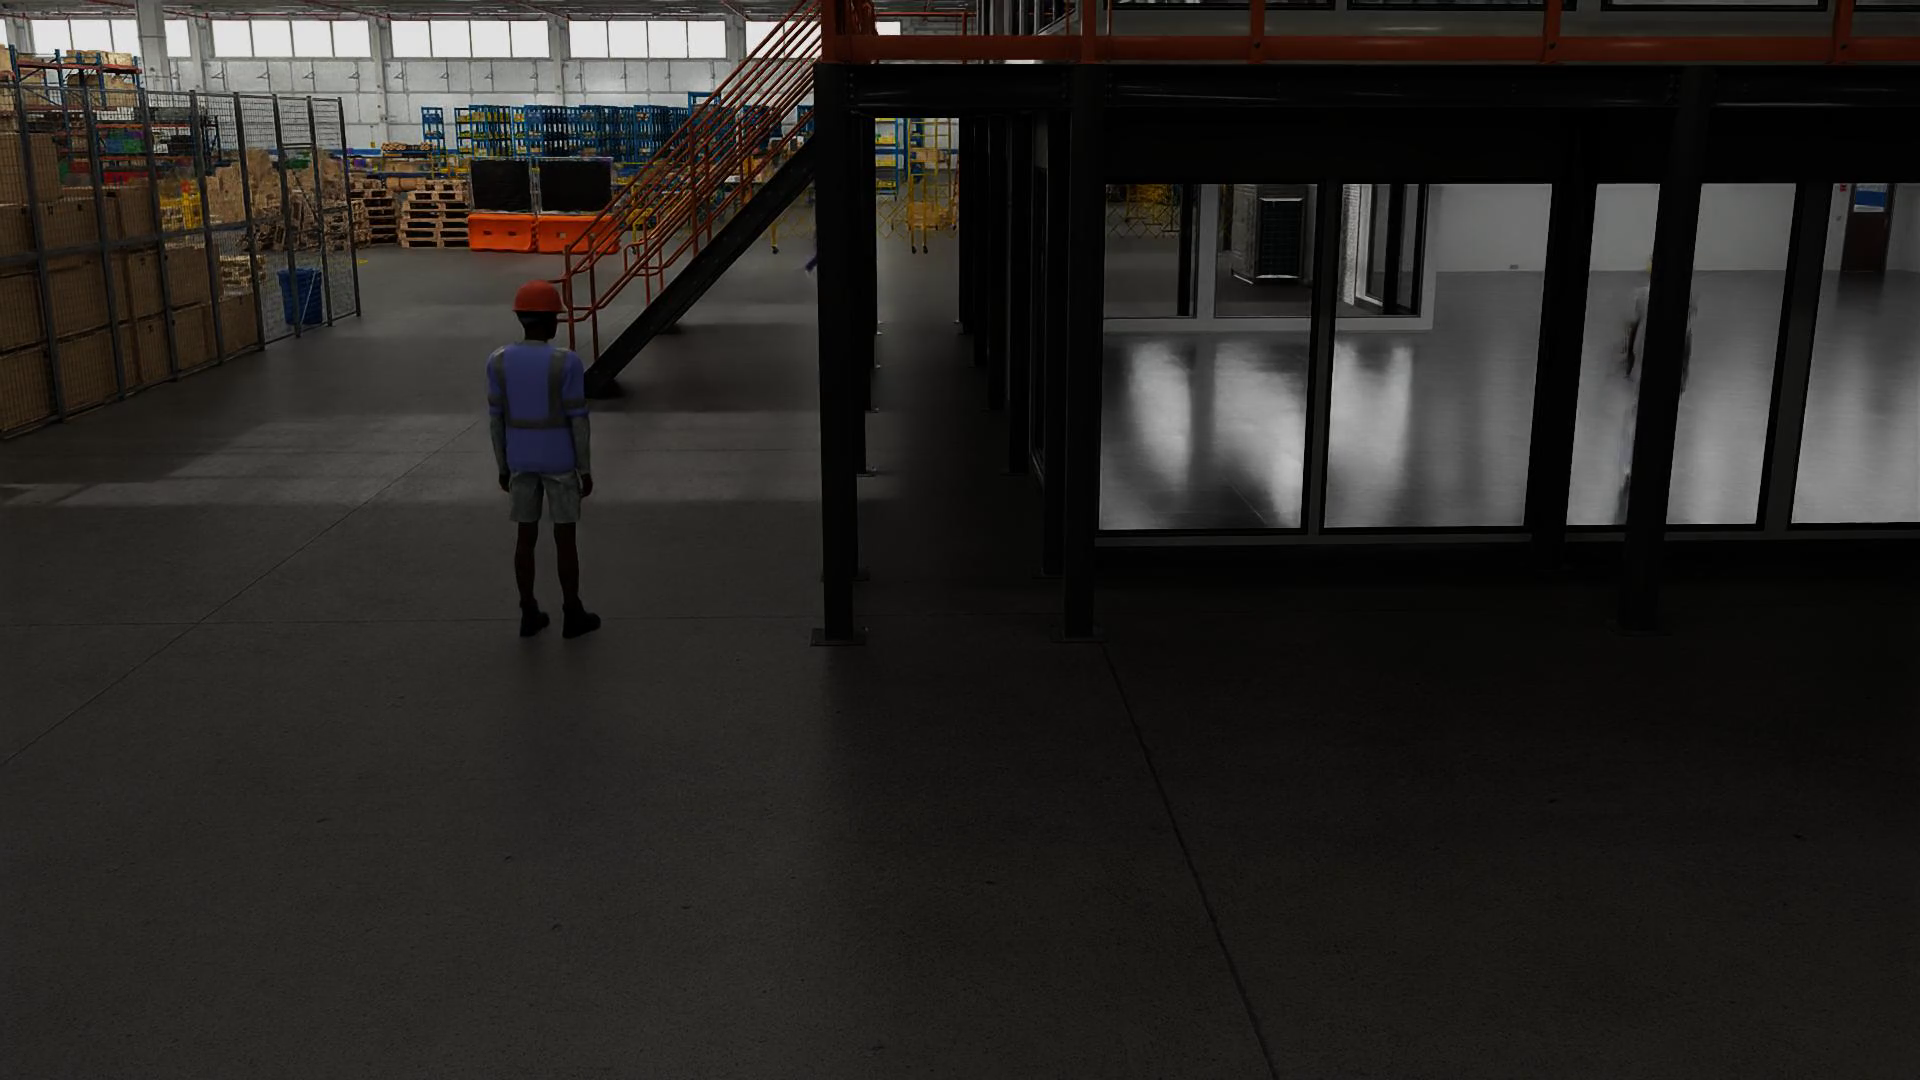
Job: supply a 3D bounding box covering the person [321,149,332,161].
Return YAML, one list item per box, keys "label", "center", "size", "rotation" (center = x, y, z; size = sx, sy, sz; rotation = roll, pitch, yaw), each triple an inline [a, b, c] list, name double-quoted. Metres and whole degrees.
- label: "person"
  center: [-22.993, -13.220, 60.290]
  size: [0.591, 1.837, 0.403]
  rotation: [-3, 14, -11]

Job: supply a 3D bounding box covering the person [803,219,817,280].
- label: "person"
  center: [-2.381, -5.395, 28.875]
  size: [0.682, 1.903, 0.595]
  rotation: [3, 14, 10]

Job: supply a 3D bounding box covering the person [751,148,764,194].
- label: "person"
  center: [-6.310, -11.250, 52.032]
  size: [0.520, 2.025, 0.602]
  rotation: [3, 14, 12]

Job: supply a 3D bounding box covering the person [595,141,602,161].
- label: "person"
  center: [-18.039, -19.081, 83.392]
  size: [0.391, 1.995, 0.613]
  rotation: [10, 17, 36]

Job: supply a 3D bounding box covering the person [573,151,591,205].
- label: "person"
  center: [-12.024, -11.321, 52.583]
  size: [0.653, 1.884, 0.668]
  rotation: [5, 15, 19]

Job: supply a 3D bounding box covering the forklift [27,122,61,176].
- label: "forklift"
  center: [-35.376, -14.773, 64.377]
  size: [1.129, 2.768, 1.873]
  rotation: [-1, 14, -2]

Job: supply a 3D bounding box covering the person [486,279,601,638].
- label: "person"
  center: [-2.239, -0.429, 8.966]
  size: [0.548, 1.934, 0.374]
  rotation: [3, 14, 10]

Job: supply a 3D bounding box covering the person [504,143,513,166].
- label: "person"
  center: [-23.574, -19.792, 86.686]
  size: [0.591, 1.787, 0.927]
  rotation: [-2, 14, -8]

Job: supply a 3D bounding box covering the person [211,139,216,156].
- label: "person"
  center: [-40.326, -20.675, 89.892]
  size: [0.422, 1.934, 0.605]
  rotation: [-9, 16, -31]

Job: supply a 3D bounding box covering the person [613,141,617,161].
- label: "person"
  center: [-19.341, -21.554, 93.650]
  size: [0.824, 1.815, 0.571]
  rotation: [-2, 14, -6]
